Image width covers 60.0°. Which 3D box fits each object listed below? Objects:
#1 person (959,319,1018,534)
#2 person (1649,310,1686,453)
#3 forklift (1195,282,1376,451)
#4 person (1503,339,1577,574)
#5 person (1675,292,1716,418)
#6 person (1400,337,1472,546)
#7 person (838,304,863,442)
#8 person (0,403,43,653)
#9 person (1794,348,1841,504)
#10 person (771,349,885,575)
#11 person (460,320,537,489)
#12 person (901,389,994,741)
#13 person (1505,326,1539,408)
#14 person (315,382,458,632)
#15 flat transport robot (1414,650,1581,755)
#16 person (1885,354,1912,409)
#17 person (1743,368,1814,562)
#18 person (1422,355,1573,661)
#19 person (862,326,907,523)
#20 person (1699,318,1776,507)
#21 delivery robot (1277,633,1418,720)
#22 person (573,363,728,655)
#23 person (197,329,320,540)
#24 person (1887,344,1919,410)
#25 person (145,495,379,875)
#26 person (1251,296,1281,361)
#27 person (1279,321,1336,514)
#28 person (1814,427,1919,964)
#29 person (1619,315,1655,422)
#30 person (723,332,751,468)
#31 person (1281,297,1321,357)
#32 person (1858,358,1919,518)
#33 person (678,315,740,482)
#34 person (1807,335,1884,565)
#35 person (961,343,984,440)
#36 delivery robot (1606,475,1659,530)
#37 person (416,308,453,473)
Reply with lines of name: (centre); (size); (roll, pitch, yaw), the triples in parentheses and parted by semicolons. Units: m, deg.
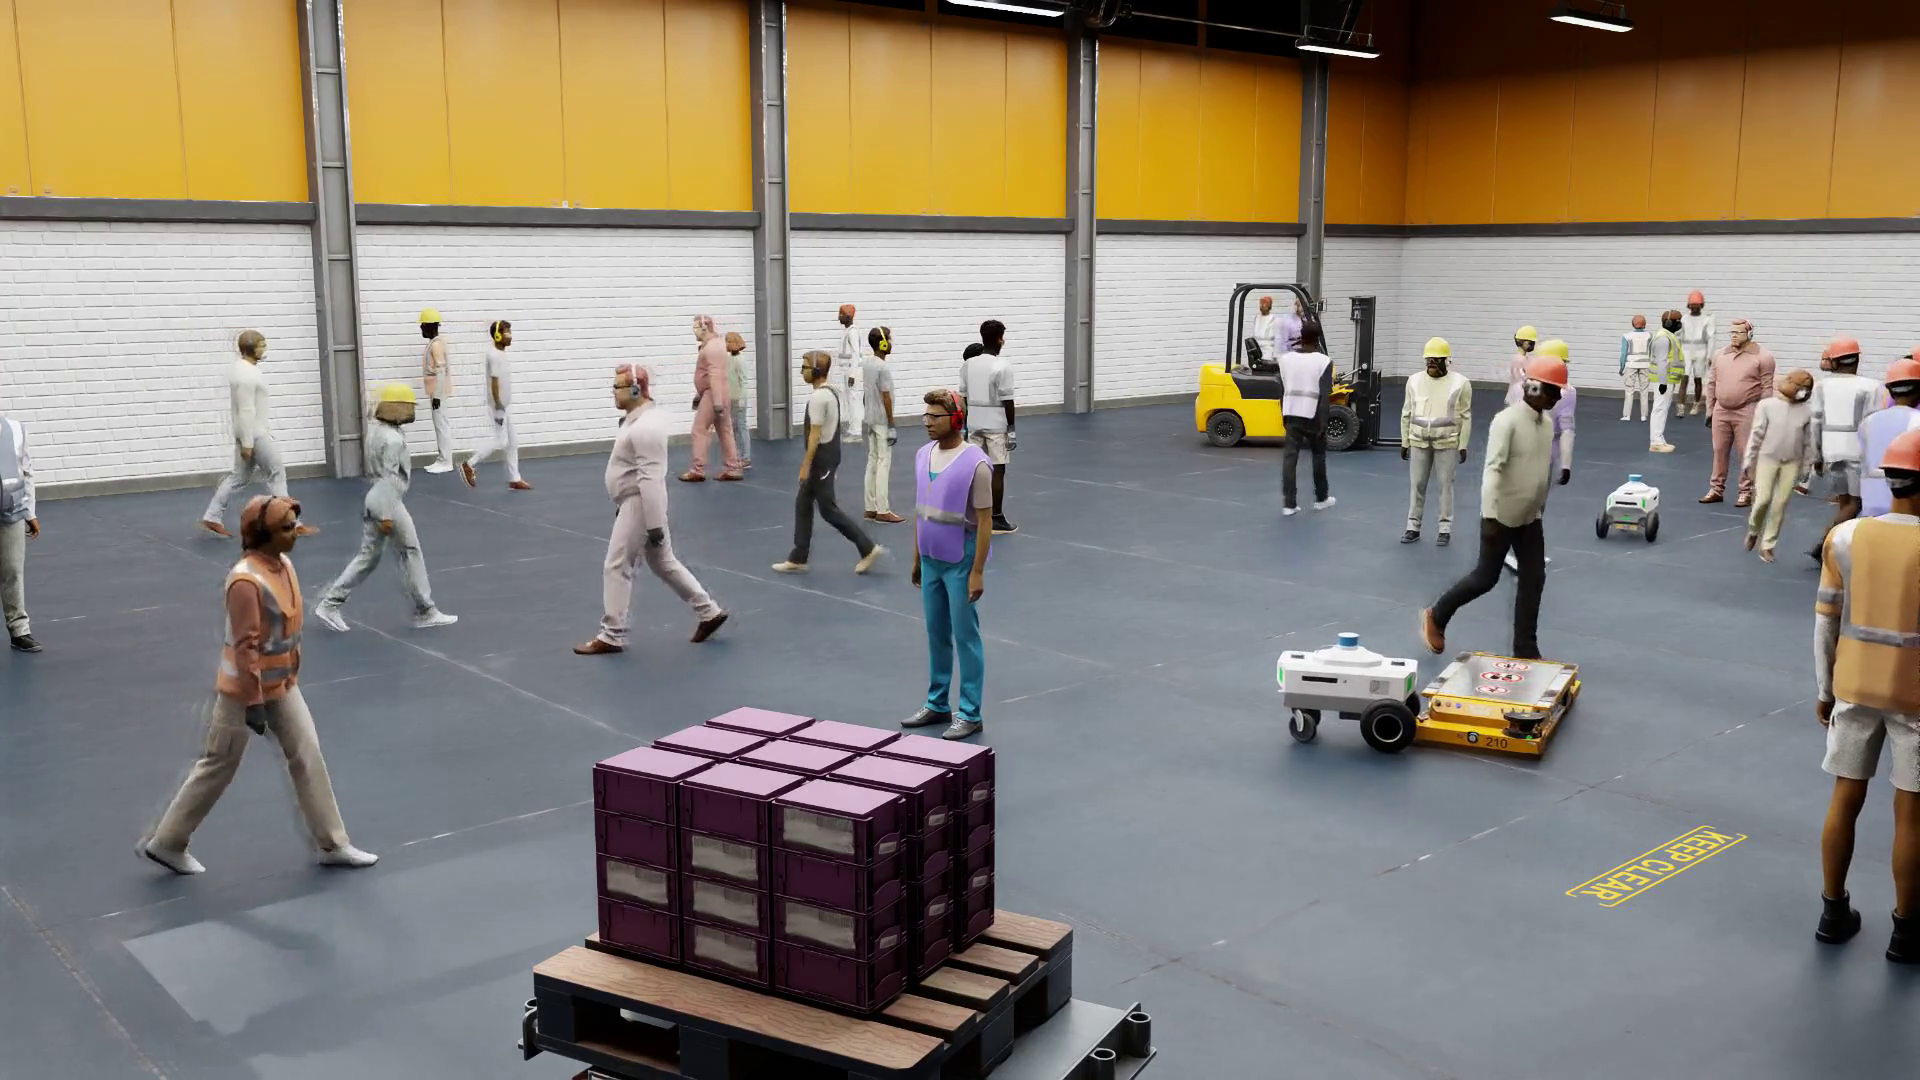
person: (0.273, -1.034, 15.215); (0.614, 1.962, 0.361); (8, 13, 40)
person: (9.177, -2.062, 21.596); (0.429, 1.841, 0.633); (5, 11, 29)
forklift: (4.328, -2.346, 22.227); (2.313, 2.155, 1.214); (3, 10, 16)
person: (4.590, -0.676, 13.405); (0.804, 1.883, 0.605); (-6, 11, -31)
person: (11.576, -2.914, 26.215); (0.620, 1.986, 1.038); (6, 11, 30)
person: (4.156, -0.861, 14.588); (0.599, 1.830, 0.403); (6, 11, 30)
person: (-1.499, -2.277, 22.727); (0.337, 1.883, 0.584); (-2, 10, -10)
person: (-6.127, -0.163, 10.504); (0.404, 1.833, 0.590); (7, 12, 37)
person: (8.934, -1.191, 17.204); (0.534, 1.590, 0.822); (-6, 11, -31)
person: (-1.049, -0.610, 13.193); (0.868, 1.816, 0.515); (0, 10, -3)
person: (-5.015, -1.440, 17.958); (0.710, 1.845, 0.527); (0, 10, 0)
person: (-0.046, 0.121, 8.798); (0.385, 1.845, 0.569); (-8, 13, -40)
person: (6.229, -1.493, 18.497); (0.329, 1.764, 0.524); (3, 10, 16)
person: (-3.925, -0.217, 11.227); (0.877, 1.697, 0.520); (-6, 11, -30)
flat transport robot: (2.949, 0.859, 9.083); (0.652, 0.197, 1.431); (5, 11, 28)
person: (8.312, -0.798, 14.629); (0.361, 1.681, 0.558); (0, 10, 2)
person: (6.809, -0.626, 13.826); (0.555, 1.610, 0.379); (2, 10, 13)
person: (3.319, -0.168, 10.209); (0.690, 1.943, 0.890); (-7, 12, -35)
person: (-0.745, -1.099, 15.861); (0.328, 1.876, 0.513); (-6, 11, -29)
person: (7.869, -1.289, 16.881); (0.405, 1.906, 0.652); (-8, 12, -38)
delivery robot: (2.028, 0.730, 8.733); (0.707, 0.478, 0.477); (3, 10, 18)
person: (-1.985, -0.207, 10.671); (0.940, 1.869, 0.647); (-1, 10, -8)
person: (-6.354, -0.932, 14.840); (0.991, 1.903, 0.639); (-5, 11, -26)
person: (7.191, -0.525, 12.386); (0.568, 1.912, 0.491); (4, 10, 20)
person: (-2.910, 0.598, 6.769); (0.893, 1.586, 0.539); (0, 10, 0)
person: (5.167, -3.177, 28.045); (0.732, 1.867, 0.594); (-7, 12, -34)
person: (3.465, -1.221, 16.536); (0.604, 1.880, 0.902); (7, 12, 34)
person: (3.385, 0.553, 6.028); (0.384, 1.930, 0.547); (-8, 12, -38)
person: (10.369, -2.624, 25.476); (0.514, 1.640, 0.310); (2, 10, 9)
person: (-2.682, -1.675, 19.934); (0.268, 1.632, 0.507); (-5, 11, -25)
person: (5.411, -2.918, 26.463); (0.662, 1.887, 0.549); (-2, 10, -9)
person: (5.880, -0.184, 10.468); (0.605, 1.888, 0.552); (-6, 11, -32)
person: (-2.857, -1.575, 18.646); (0.798, 1.874, 0.656); (0, 10, 2)
person: (7.166, -0.694, 13.434); (0.654, 1.893, 0.619); (-6, 11, -32)
person: (0.150, -1.070, 16.199); (0.317, 1.700, 0.539); (1, 10, 7)
delivery robot: (6.087, -0.346, 15.036); (0.477, 0.478, 0.707); (6, 11, 31)
person: (-6.152, -1.748, 19.507); (0.372, 1.926, 0.589); (-4, 10, -21)
